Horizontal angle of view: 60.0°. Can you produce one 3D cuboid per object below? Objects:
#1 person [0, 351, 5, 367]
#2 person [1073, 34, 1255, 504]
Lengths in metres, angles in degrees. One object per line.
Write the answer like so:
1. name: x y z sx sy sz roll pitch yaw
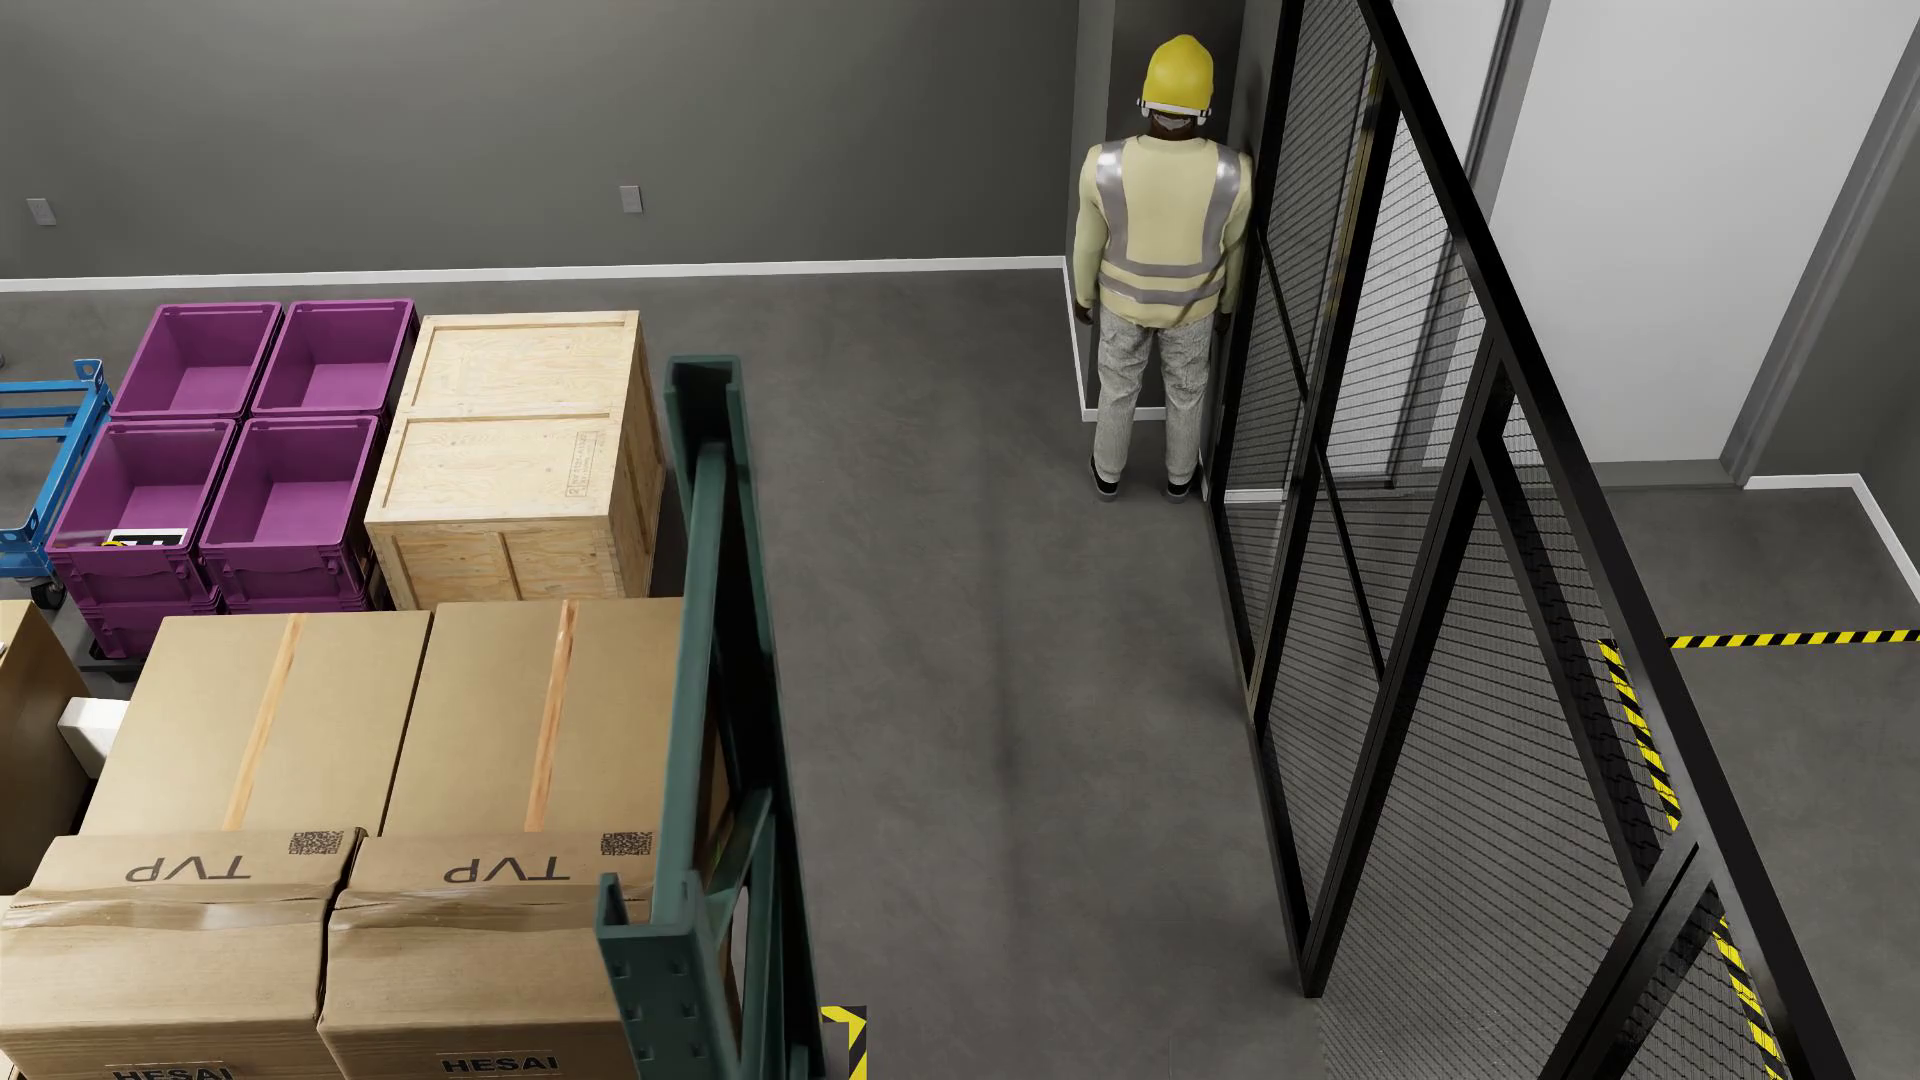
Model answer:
1. person: -4.037 -1.272 5.971 0.373 1.940 0.628 -3 46 -3
2. person: 0.674 -0.859 5.648 0.588 1.835 0.403 4 46 4
